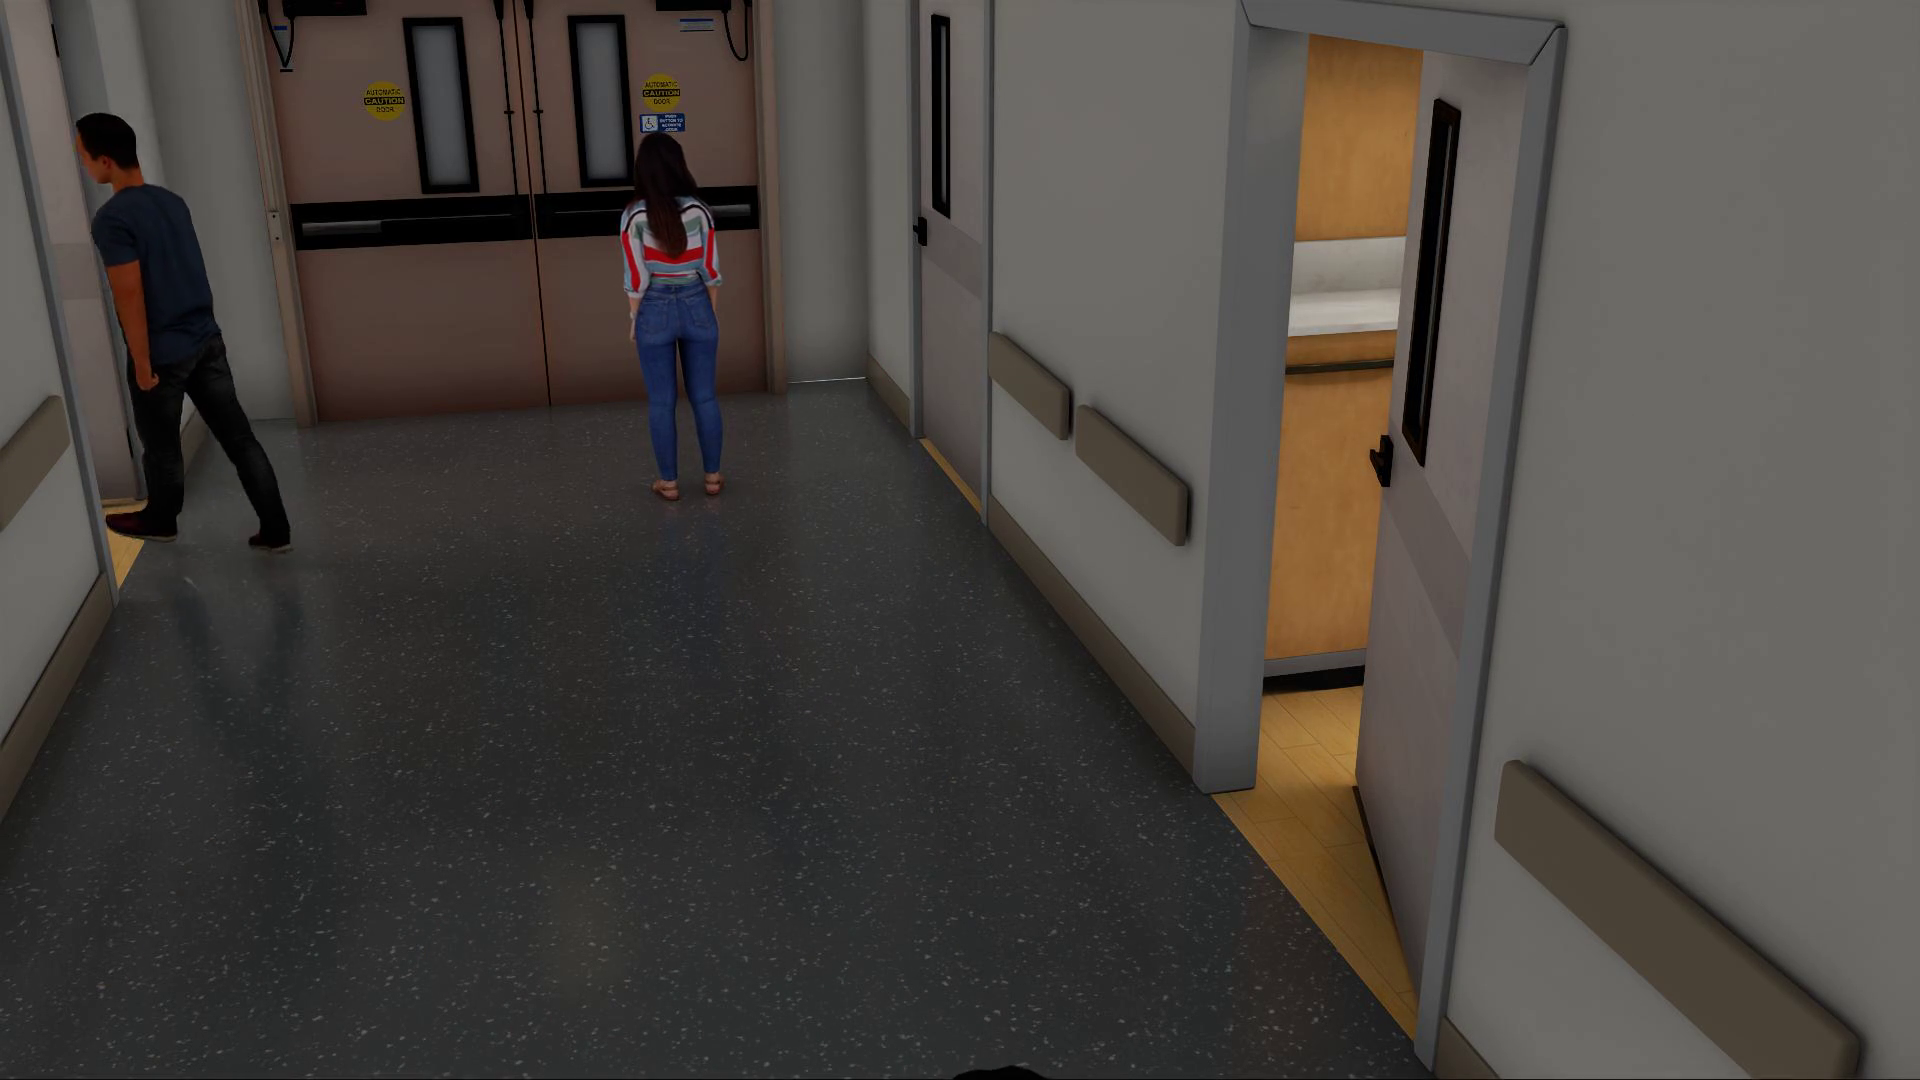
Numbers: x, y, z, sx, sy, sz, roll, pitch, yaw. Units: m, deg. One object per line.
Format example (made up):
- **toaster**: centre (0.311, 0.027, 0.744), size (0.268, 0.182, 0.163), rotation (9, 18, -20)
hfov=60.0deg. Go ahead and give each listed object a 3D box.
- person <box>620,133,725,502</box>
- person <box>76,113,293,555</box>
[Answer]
- **person**: centre (-1.256, -0.978, 7.341), size (0.589, 1.612, 0.506), rotation (-6, 22, -16)
- **person**: centre (-2.979, -0.723, 6.470), size (1.150, 1.752, 1.185), rotation (7, 22, 17)
